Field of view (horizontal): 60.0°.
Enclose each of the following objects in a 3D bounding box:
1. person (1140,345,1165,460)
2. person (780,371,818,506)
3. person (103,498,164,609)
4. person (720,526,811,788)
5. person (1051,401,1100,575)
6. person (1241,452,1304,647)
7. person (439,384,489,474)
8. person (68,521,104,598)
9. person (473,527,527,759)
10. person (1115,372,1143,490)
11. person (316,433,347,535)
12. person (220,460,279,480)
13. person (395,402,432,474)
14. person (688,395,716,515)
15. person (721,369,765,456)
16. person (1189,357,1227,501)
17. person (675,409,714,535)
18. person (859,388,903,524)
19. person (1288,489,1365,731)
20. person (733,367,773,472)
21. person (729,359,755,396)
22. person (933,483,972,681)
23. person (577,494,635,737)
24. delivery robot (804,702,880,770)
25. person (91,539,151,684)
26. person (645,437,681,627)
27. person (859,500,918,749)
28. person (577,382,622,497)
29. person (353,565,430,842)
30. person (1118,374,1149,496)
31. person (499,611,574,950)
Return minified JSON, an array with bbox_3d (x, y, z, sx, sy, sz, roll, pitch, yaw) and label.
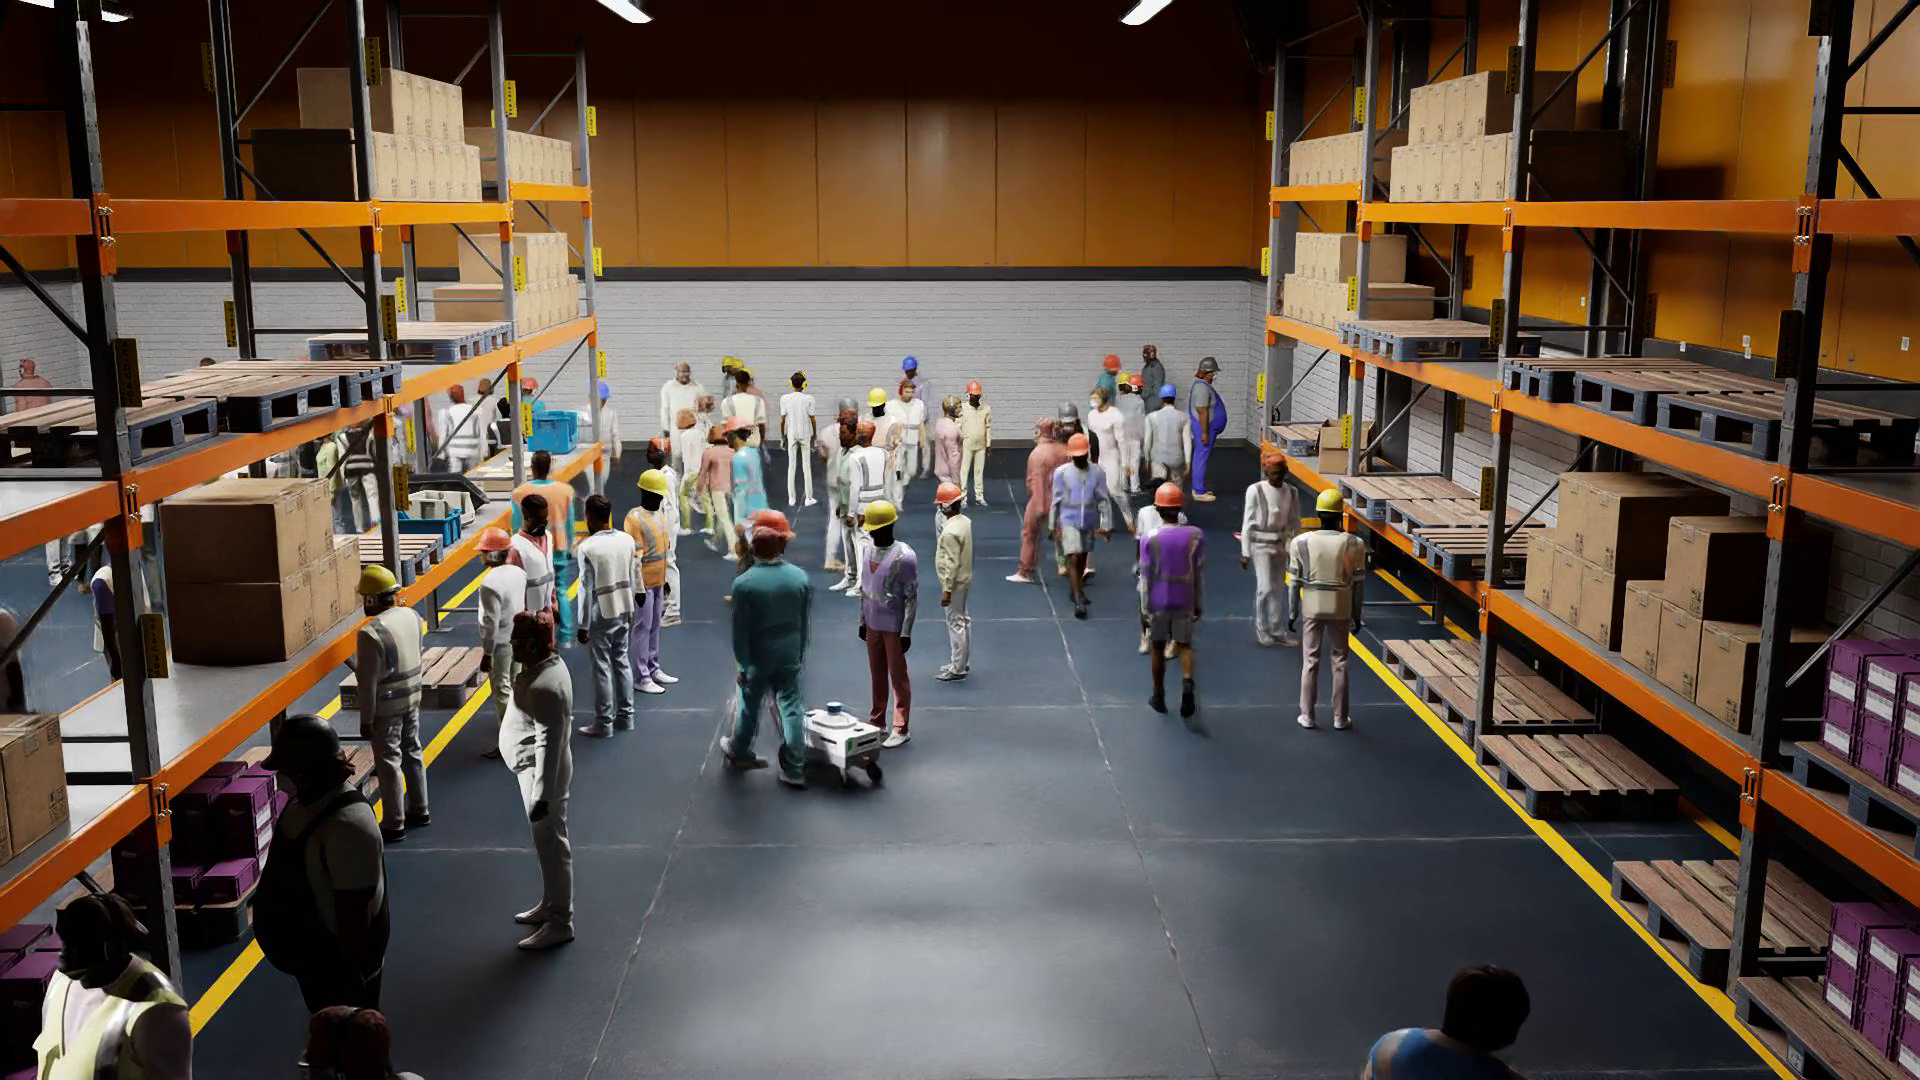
[{"bbox_3d":[3.145,-2.269,27.402,0.401,1.894,0.663,-3,12,-13],"label":"person"},{"bbox_3d":[-2.237,-1.407,23.119,0.532,1.869,0.311,1,11,6],"label":"person"},{"bbox_3d":[-8.423,-0.169,16.986,0.573,1.842,0.405,-11,16,-43],"label":"person"},{"bbox_3d":[-1.398,0.812,12.015,0.672,1.851,0.987,-7,13,-32],"label":"person"},{"bbox_3d":[1.219,-0.586,18.572,0.707,2.000,0.599,0,11,0],"label":"person"},{"bbox_3d":[2.932,0.099,15.540,0.682,1.874,0.392,-7,13,-30],"label":"person"},{"bbox_3d":[-6.542,-1.155,21.960,0.633,1.840,0.659,-4,12,-20],"label":"person"},{"bbox_3d":[-9.267,-0.234,17.715,0.584,1.680,0.534,0,11,0],"label":"person"},{"bbox_3d":[-3.465,0.770,12.511,0.347,1.747,0.575,2,12,12],"label":"person"},{"bbox_3d":[2.452,-1.609,24.491,0.490,1.729,0.323,10,15,41],"label":"person"},{"bbox_3d":[-7.280,-0.567,19.189,0.338,1.759,0.524,-6,13,-29],"label":"person"},{"bbox_3d":[-7.233,-0.177,17.028,0.560,1.839,0.396,-7,13,-32],"label":"person"},{"bbox_3d":[-7.097,-1.211,21.763,0.846,2.010,0.628,3,12,17],"label":"person"},{"bbox_3d":[-3.413,-1.130,22.332,0.357,1.616,0.544,0,11,1],"label":"person"},{"bbox_3d":[-2.926,-1.337,22.599,0.606,1.948,0.640,-4,12,-19],"label":"person"},{"bbox_3d":[3.513,-1.584,23.574,0.536,2.000,0.686,1,11,5],"label":"person"},{"bbox_3d":[-3.405,-0.846,20.981,0.578,1.600,0.529,3,12,13],"label":"person"},{"bbox_3d":[-1.007,-0.932,20.617,0.586,1.917,0.380,3,12,13],"label":"person"},{"bbox_3d":[2.888,0.553,13.144,0.585,1.928,0.378,2,12,12],"label":"person"},{"bbox_3d":[-3.163,-1.775,25.290,0.554,1.733,0.659,6,13,27],"label":"person"},{"bbox_3d":[-3.512,-2.043,26.688,0.496,1.721,0.340,-10,15,-41],"label":"person"},{"bbox_3d":[-0.073,0.363,14.549,0.339,1.745,0.561,3,12,12],"label":"person"},{"bbox_3d":[-2.756,0.591,13.019,0.410,1.908,0.598,6,13,28],"label":"person"},{"bbox_3d":[-0.904,1.417,12.024,0.707,0.478,0.477,11,15,44],"label":"delivery robot"},{"bbox_3d":[-6.061,0.803,12.095,0.389,1.846,0.567,-1,11,-3],"label":"person"},{"bbox_3d":[-2.954,-0.087,16.464,0.355,1.884,0.575,-5,12,-23],"label":"person"},{"bbox_3d":[-0.578,0.635,12.759,0.585,1.918,0.377,11,16,44],"label":"person"},{"bbox_3d":[-4.579,-1.050,21.204,0.708,1.915,0.606,11,16,44],"label":"person"},{"bbox_3d":[-3.731,1.060,10.873,0.403,1.824,0.596,3,12,15],"label":"person"},{"bbox_3d":[2.497,-1.510,23.933,0.339,1.748,0.564,-7,13,-31],"label":"person"},{"bbox_3d":[-2.361,1.326,9.323,0.410,1.909,0.643,-3,12,-15],"label":"person"}]
